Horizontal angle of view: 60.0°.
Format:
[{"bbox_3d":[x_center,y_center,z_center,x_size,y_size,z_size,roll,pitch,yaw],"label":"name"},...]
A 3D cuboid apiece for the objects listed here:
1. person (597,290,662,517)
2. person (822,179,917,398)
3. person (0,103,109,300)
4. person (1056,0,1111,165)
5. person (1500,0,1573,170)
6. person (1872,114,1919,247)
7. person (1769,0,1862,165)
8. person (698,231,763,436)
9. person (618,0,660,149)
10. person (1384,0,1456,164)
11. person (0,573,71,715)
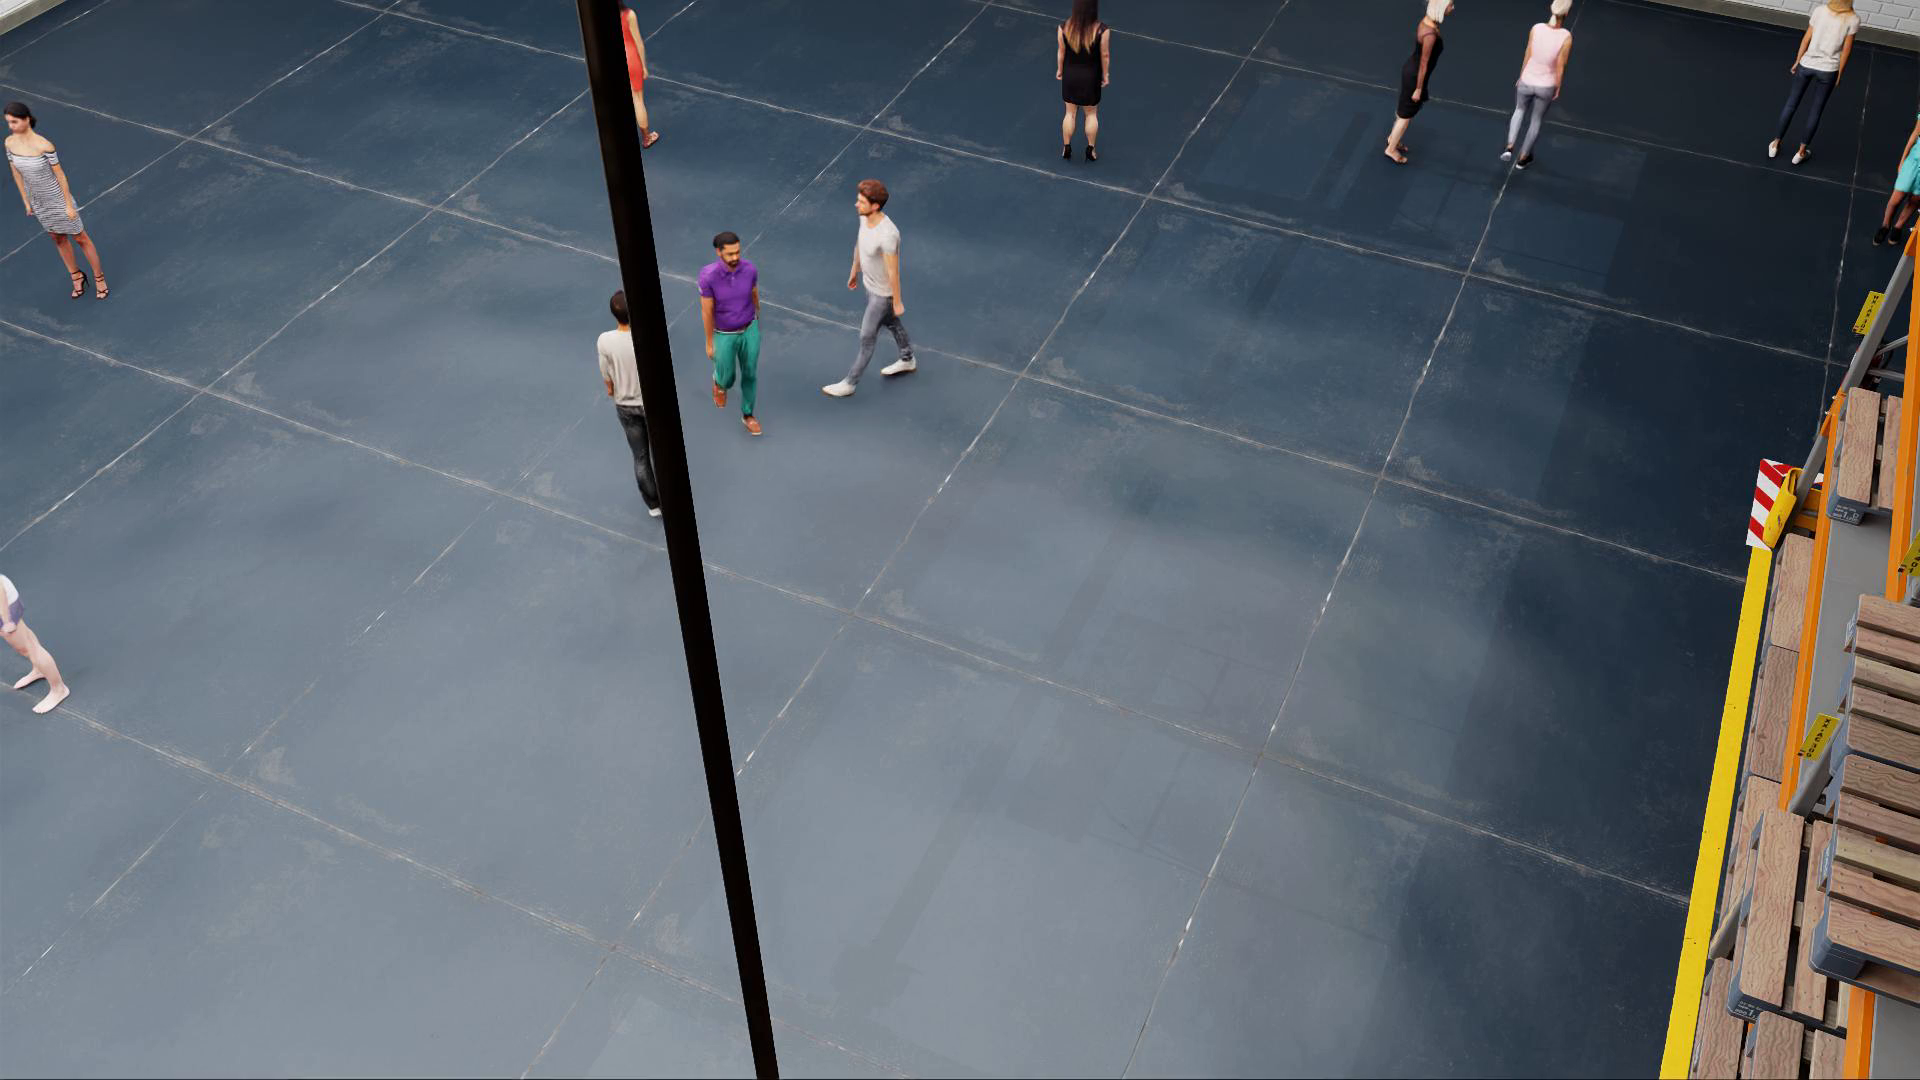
[{"bbox_3d":[-2.306,-0.934,11.941,0.984,1.784,1.169,-4,44,-4],"label":"person"},{"bbox_3d":[-0.541,-1.991,12.996,1.188,1.860,1.108,-17,46,-17],"label":"person"},{"bbox_3d":[-7.571,-2.820,13.898,0.659,1.816,0.640,4,44,4],"label":"person"},{"bbox_3d":[1.145,-4.320,15.544,0.714,1.716,0.672,8,44,9],"label":"person"},{"bbox_3d":[5.327,-4.194,15.412,0.628,1.716,0.748,26,49,24],"label":"person"},{"bbox_3d":[8.474,-3.311,14.610,0.579,1.544,0.616,22,48,21],"label":"person"},{"bbox_3d":[8.018,-4.387,15.548,0.637,1.809,0.567,27,50,25],"label":"person"},{"bbox_3d":[-1.761,-1.626,12.686,0.930,1.758,0.971,-19,47,-19],"label":"person"},{"bbox_3d":[-3.185,-4.509,15.741,0.635,1.718,0.613,7,44,7],"label":"person"},{"bbox_3d":[4.244,-4.323,15.538,0.726,1.729,0.603,8,44,8],"label":"person"},{"bbox_3d":[-6.125,0.378,10.576,0.682,1.767,0.669,-31,52,-29],"label":"person"}]
